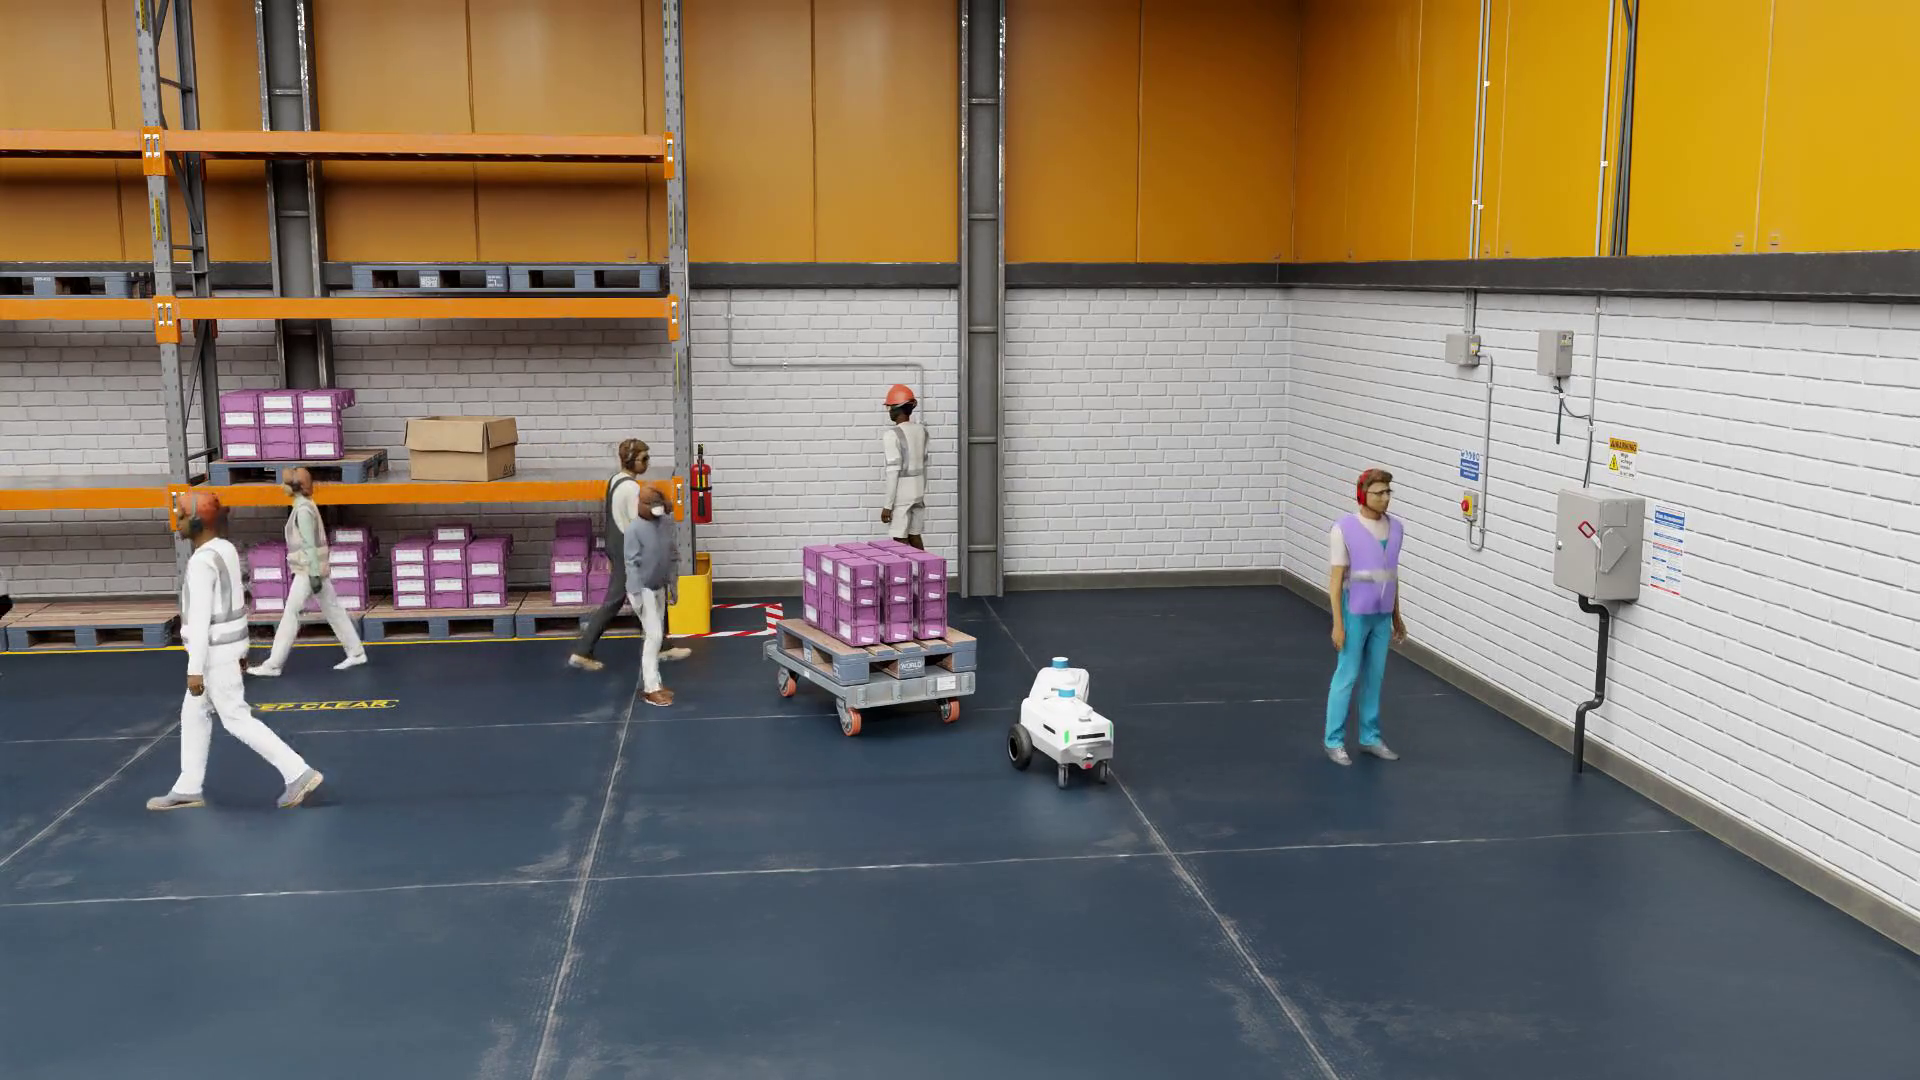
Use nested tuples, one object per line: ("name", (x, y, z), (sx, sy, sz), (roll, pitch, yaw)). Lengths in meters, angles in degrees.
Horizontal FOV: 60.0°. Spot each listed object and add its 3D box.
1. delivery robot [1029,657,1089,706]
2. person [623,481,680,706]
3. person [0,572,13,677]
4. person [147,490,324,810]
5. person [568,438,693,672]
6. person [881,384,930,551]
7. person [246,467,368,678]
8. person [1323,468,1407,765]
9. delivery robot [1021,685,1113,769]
("delivery robot", (0.644, 1.000, 10.714), (0.477, 0.478, 0.707), (1, 9, 8))
("person", (-2.149, 0.373, 11.676), (0.524, 1.595, 0.508), (5, 10, 28))
("person", (-7.338, 0.212, 12.405), (0.363, 1.687, 0.542), (-1, 9, -4))
("person", (-4.098, 0.629, 9.332), (0.937, 1.850, 0.592), (-2, 9, -11))
("person", (-2.577, 0.113, 12.721), (0.988, 1.794, 0.549), (-5, 10, -27))
("person", (-0.522, -0.378, 14.975), (0.396, 2.042, 0.611), (6, 11, 32))
("person", (-4.936, 0.236, 12.547), (0.876, 1.588, 0.543), (-3, 10, -18))
("person", (2.507, 0.465, 10.331), (0.567, 1.847, 0.376), (-6, 11, -32))
("delivery robot", (0.639, 1.117, 9.980), (0.477, 0.478, 0.707), (-3, 10, -20))
